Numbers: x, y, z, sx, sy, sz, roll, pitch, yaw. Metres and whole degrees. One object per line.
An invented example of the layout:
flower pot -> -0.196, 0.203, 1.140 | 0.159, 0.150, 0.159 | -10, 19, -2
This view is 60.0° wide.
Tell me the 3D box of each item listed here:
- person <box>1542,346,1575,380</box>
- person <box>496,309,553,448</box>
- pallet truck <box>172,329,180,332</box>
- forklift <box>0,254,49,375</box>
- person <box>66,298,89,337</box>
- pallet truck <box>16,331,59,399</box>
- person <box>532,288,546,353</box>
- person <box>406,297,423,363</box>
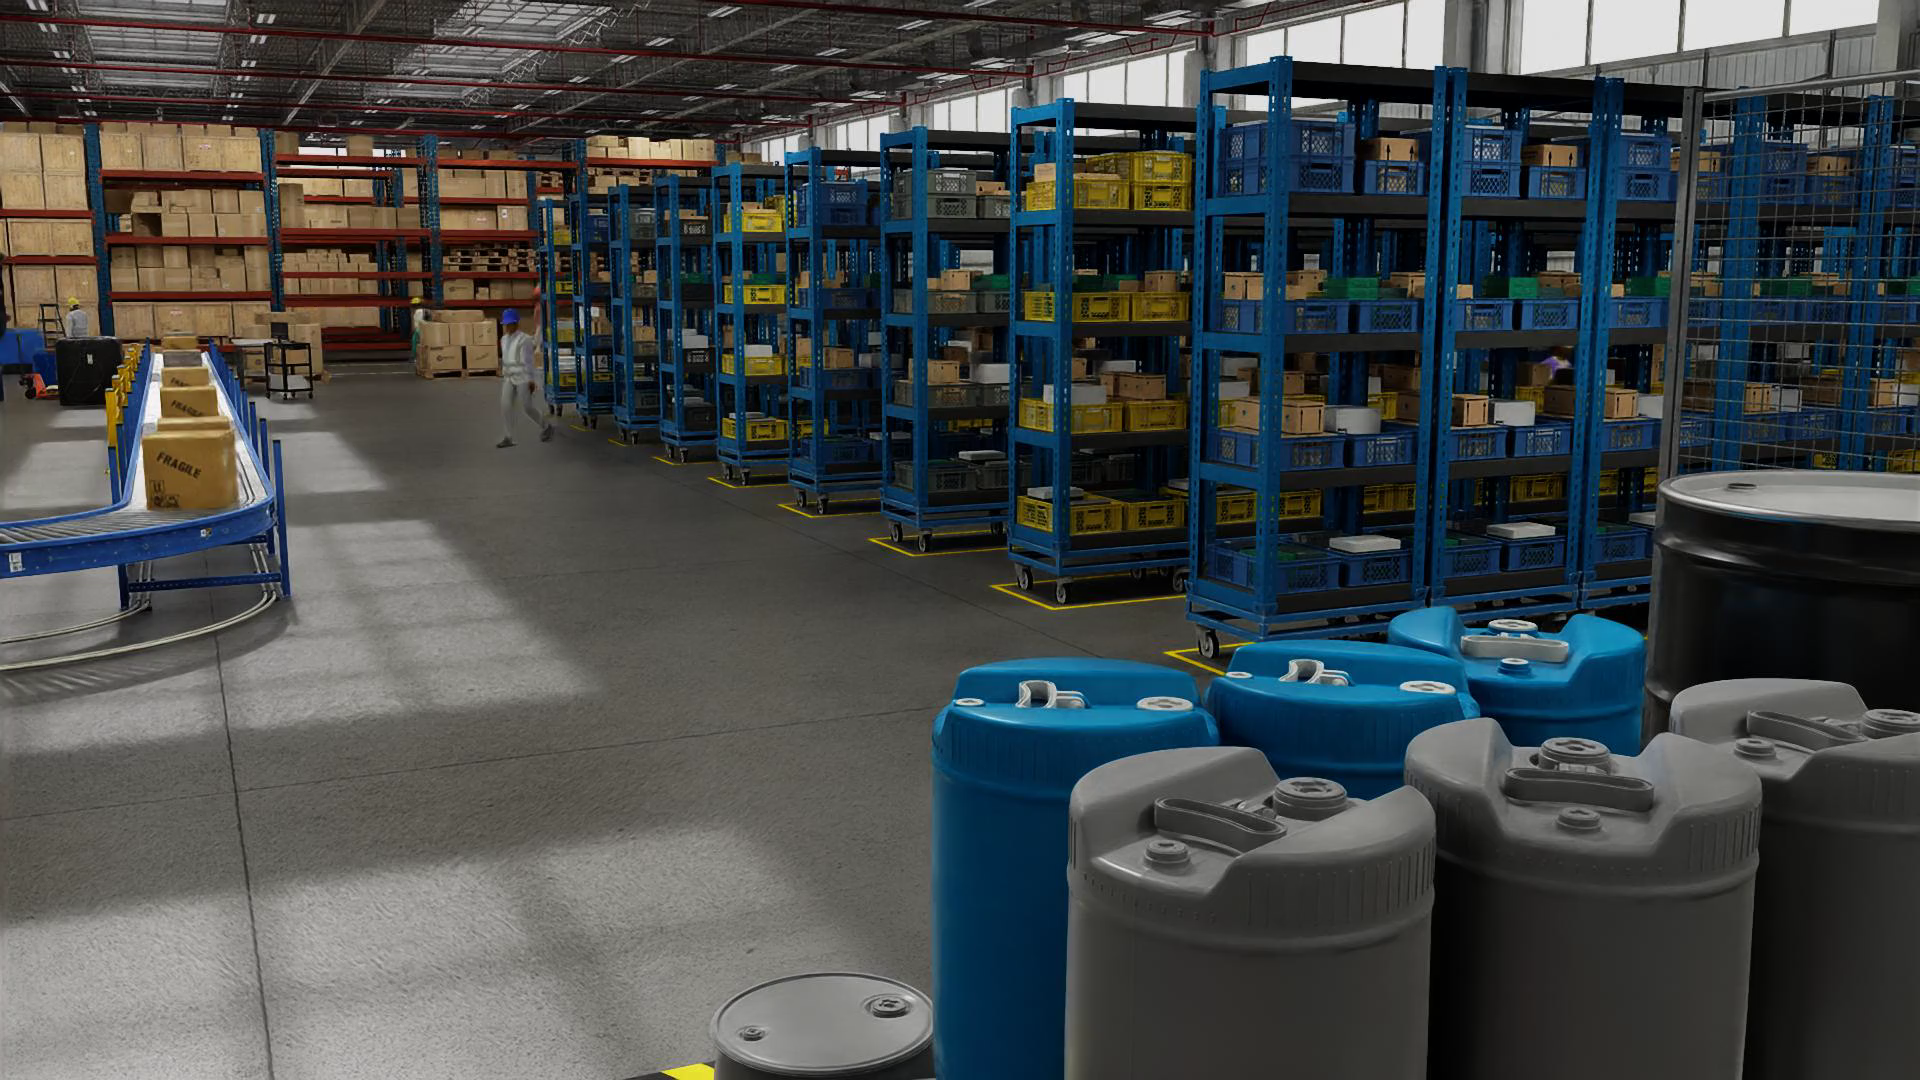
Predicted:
person -> 6.004, -1.197, 16.738 | 0.416, 1.847, 0.584 | 8, 12, 42
person -> -6.070, -2.250, 23.050 | 0.615, 1.914, 0.851 | 6, 11, 32
pallet truck -> -17.275, -3.851, 35.096 | 1.601, 1.201, 0.680 | 0, 9, 1
forklift -> -22.038, -5.161, 38.105 | 1.873, 2.768, 1.129 | -4, 10, -25
person -> -20.240, -4.636, 38.139 | 0.404, 1.823, 0.590 | 3, 10, 16
pallet truck -> -17.082, -3.353, 31.781 | 1.630, 1.274, 0.653 | -4, 10, -25
person -> -11.427, -5.898, 45.495 | 0.801, 1.971, 0.631 | -5, 10, -27
person -> -14.382, -5.545, 43.983 | 0.743, 1.736, 0.544 | -5, 10, -27
